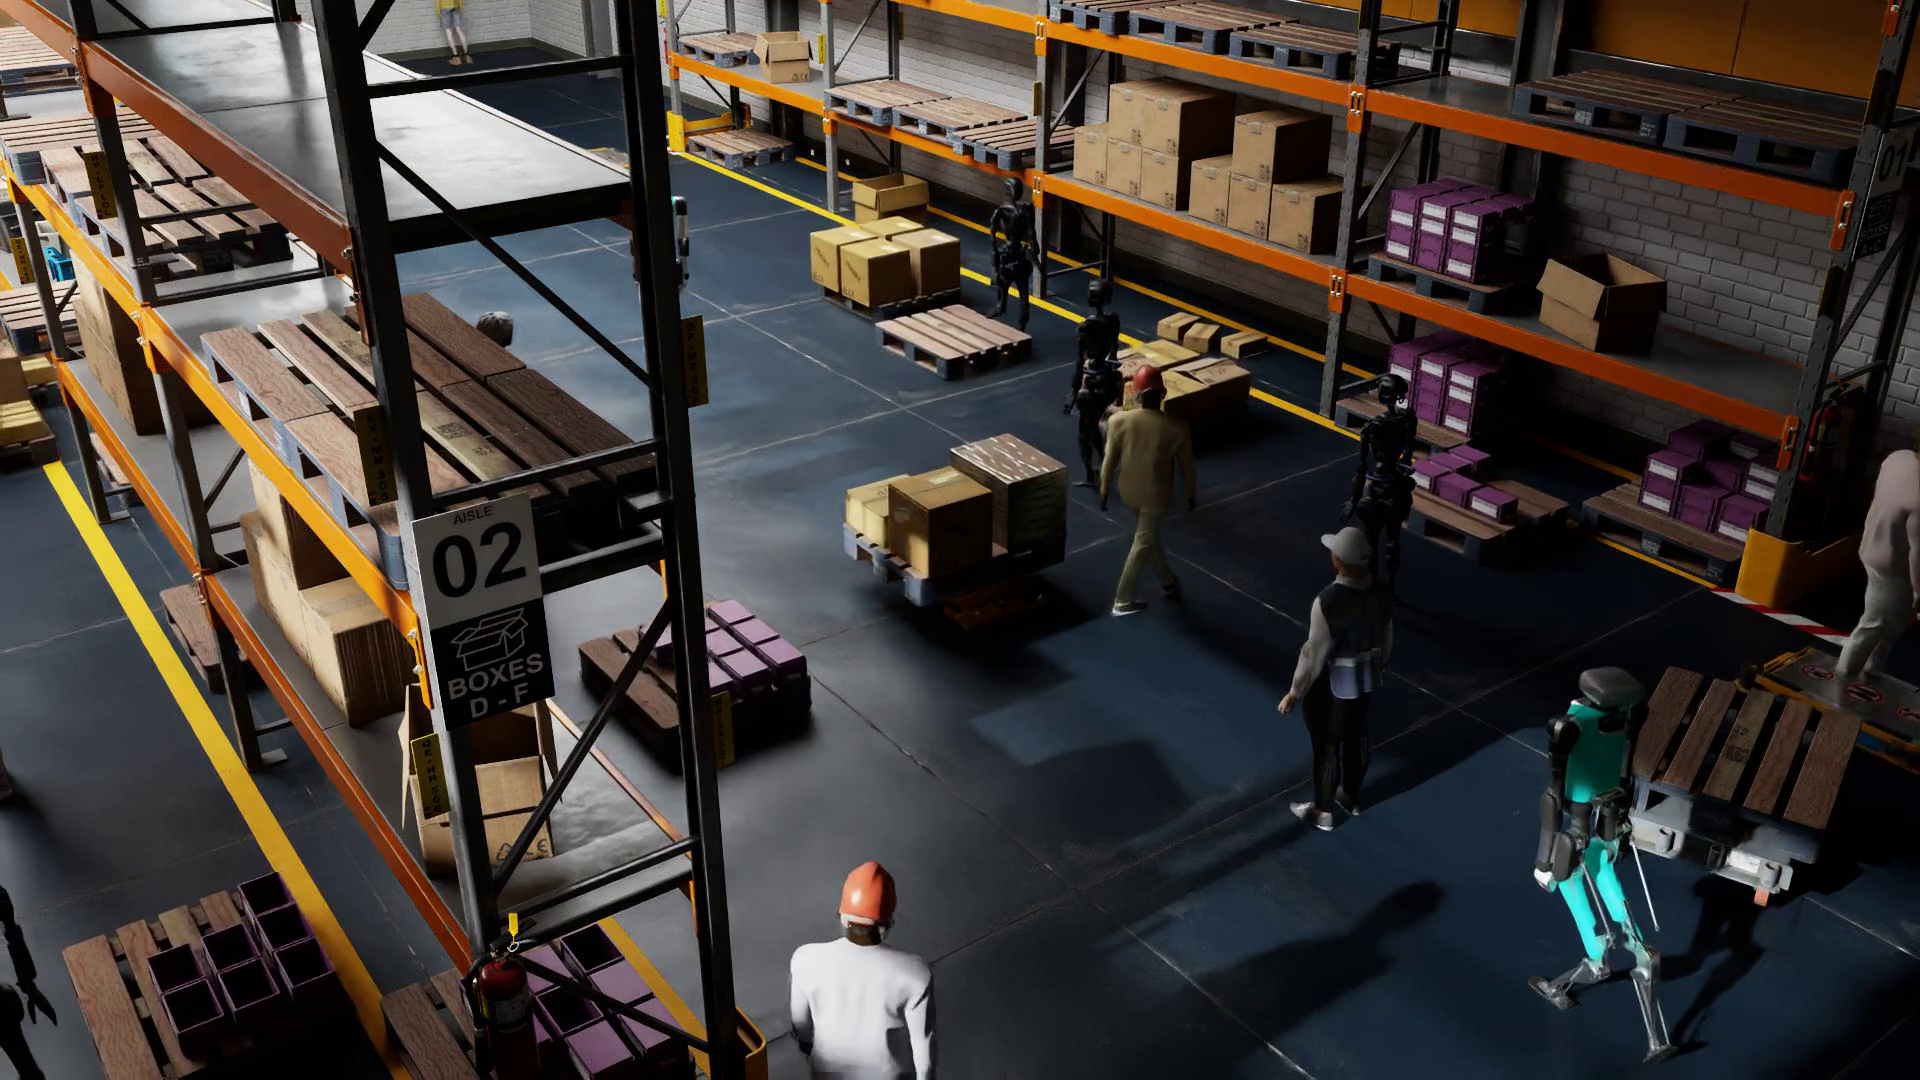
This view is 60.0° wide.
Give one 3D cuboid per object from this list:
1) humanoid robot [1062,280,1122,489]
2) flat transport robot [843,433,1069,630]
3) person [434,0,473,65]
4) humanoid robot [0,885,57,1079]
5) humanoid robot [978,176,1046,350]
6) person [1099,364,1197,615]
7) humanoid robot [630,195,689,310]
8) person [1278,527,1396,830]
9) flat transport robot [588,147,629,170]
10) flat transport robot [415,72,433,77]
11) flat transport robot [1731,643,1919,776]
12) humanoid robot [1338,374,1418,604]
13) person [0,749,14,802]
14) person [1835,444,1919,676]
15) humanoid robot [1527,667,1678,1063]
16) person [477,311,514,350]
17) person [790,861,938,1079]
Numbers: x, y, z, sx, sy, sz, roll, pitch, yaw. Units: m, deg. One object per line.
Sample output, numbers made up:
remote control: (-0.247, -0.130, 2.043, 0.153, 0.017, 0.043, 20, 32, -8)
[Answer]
humanoid robot: (1.032, -1.182, 12.768, 0.315, 1.655, 0.603, 19, 33, 33)
flat transport robot: (-0.067, 0.188, 11.614, 0.659, 0.231, 1.431, -17, 31, -30)
person: (-8.605, -8.994, 28.116, 0.607, 1.866, 0.403, -24, 35, -39)
humanoid robot: (-3.994, 1.888, 6.665, 0.334, 1.644, 0.590, 23, 35, 38)
humanoid robot: (0.467, -2.638, 15.695, 0.599, 1.637, 0.647, -19, 32, -33)
person: (1.270, -0.349, 11.070, 0.578, 1.700, 0.710, 17, 31, 31)
humanoid robot: (-2.712, -2.291, 15.021, 0.544, 1.879, 0.806, -2, 27, -3)
person: (2.023, 0.738, 8.864, 0.771, 1.755, 0.453, -18, 32, -31)
flat transport robot: (-4.605, -4.872, 21.677, 0.659, 0.231, 1.431, -18, 32, -32)
flat transport robot: (-7.516, -5.513, 22.954, 0.659, 0.231, 1.431, 0, 27, 0)
flat transport robot: (5.445, 1.038, 9.922, 0.659, 0.231, 1.431, -18, 32, -31)
humanoid robot: (2.794, -0.309, 11.018, 0.599, 1.657, 0.315, -18, 32, -32)
person: (-5.543, 0.585, 9.002, 0.413, 1.907, 0.650, -17, 31, -30)
person: (5.592, 0.166, 9.814, 0.538, 1.918, 0.660, 6, 27, 11)
humanoid robot: (2.959, 1.527, 7.382, 0.558, 1.826, 0.888, -13, 30, -25)
person: (-3.154, -0.717, 11.654, 0.523, 1.846, 0.321, 14, 30, 25)
person: (-0.364, 1.950, 6.484, 0.581, 1.714, 0.811, 1, 27, 3)
